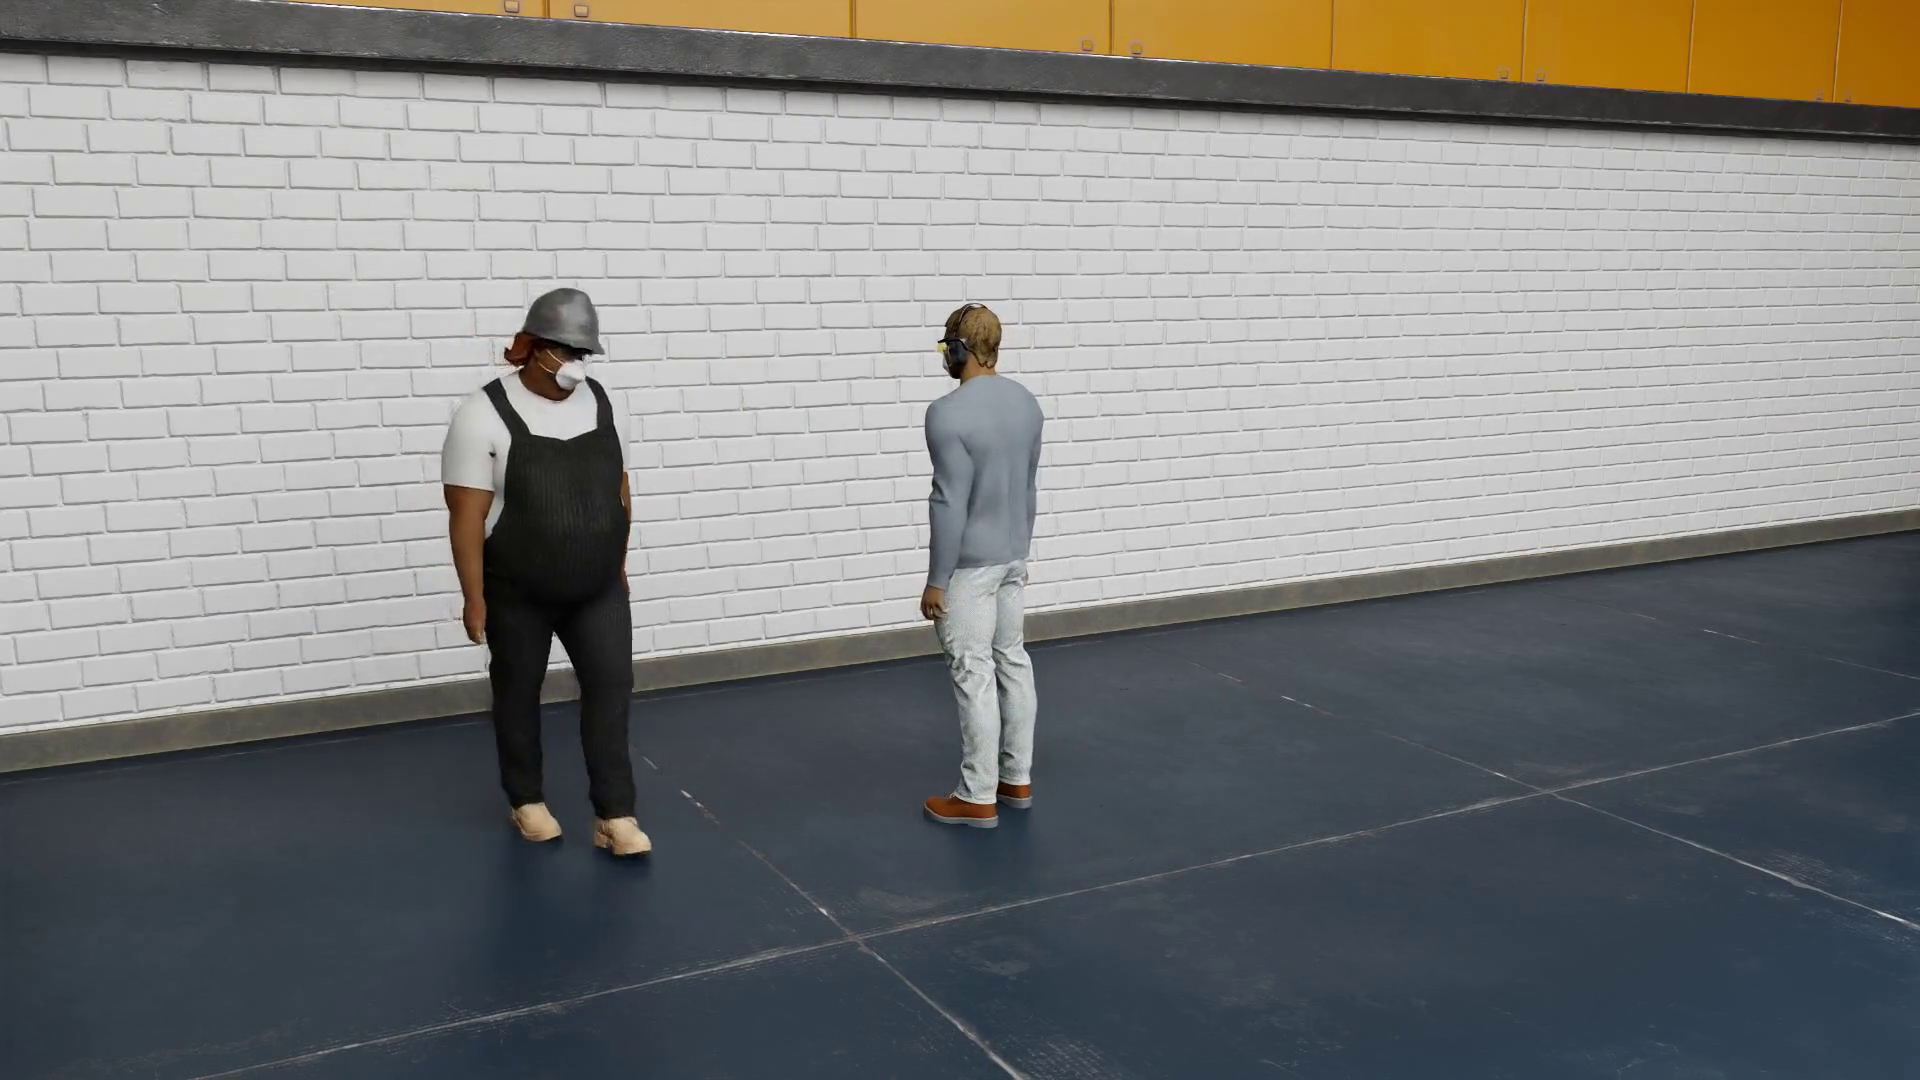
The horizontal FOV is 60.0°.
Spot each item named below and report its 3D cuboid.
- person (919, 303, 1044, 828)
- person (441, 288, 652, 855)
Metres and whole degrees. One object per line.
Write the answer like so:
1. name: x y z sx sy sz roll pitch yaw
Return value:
1. person: 0.075 0.096 6.184 0.355 1.938 0.634 7 12 35
2. person: -1.386 0.114 5.787 0.709 2.000 0.872 -7 12 -35
